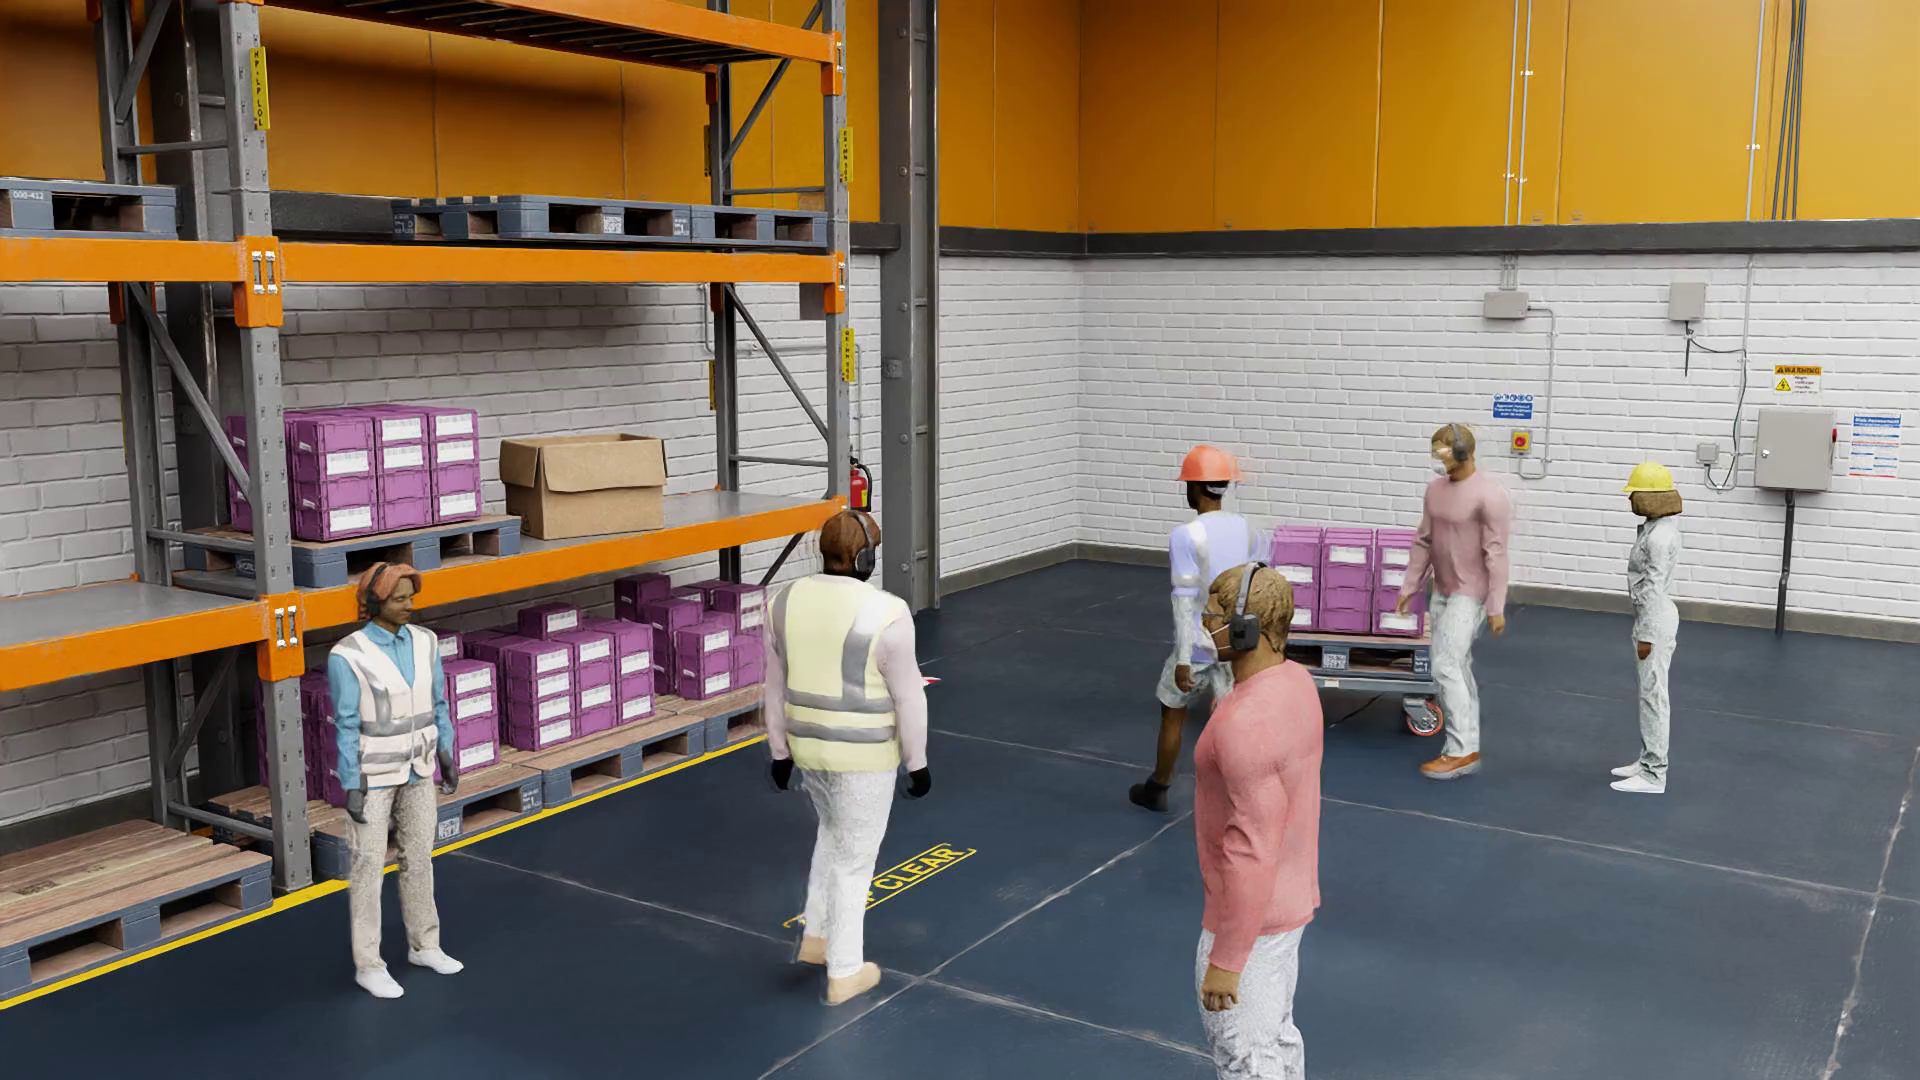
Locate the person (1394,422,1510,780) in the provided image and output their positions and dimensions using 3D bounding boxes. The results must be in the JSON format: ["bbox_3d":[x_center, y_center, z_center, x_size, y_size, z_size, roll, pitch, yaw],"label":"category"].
[{"bbox_3d":[2.618,0.327,8.994,0.608,1.921,0.638,-2,9,-13],"label":"person"}]

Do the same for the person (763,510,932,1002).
[{"bbox_3d":[-0.402,0.798,6.230,0.623,1.827,0.488,6,11,35],"label":"person"}]

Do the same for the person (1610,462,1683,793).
[{"bbox_3d":[3.605,0.455,8.751,0.321,1.737,0.485,4,9,22],"label":"person"}]

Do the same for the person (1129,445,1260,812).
[{"bbox_3d":[1.243,0.485,8.082,0.561,1.892,1.003,-6,10,-32],"label":"person"}]

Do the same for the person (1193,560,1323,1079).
[{"bbox_3d":[0.775,1.013,4.460,0.358,1.938,0.636,3,9,21],"label":"person"}]

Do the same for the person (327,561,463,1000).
[{"bbox_3d":[-2.128,0.889,6.262,0.314,1.636,0.524,5,10,29],"label":"person"}]
